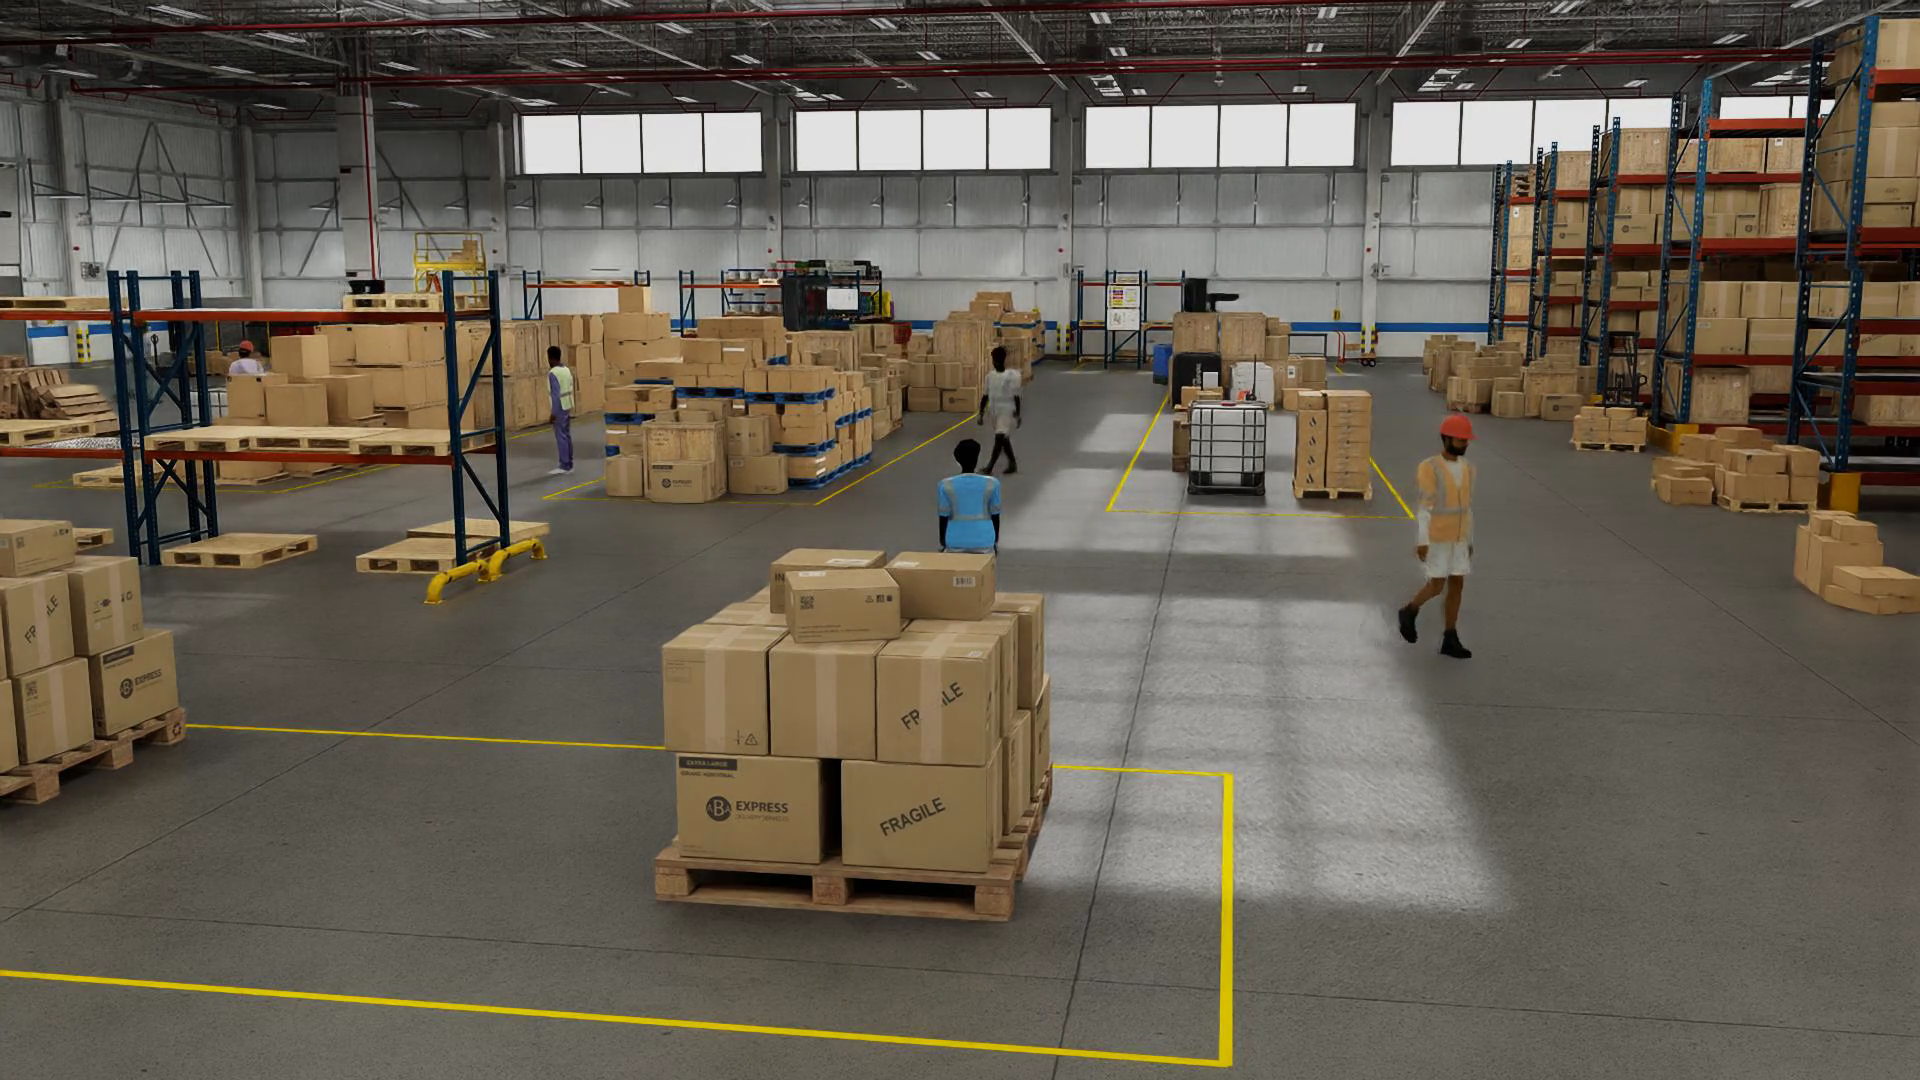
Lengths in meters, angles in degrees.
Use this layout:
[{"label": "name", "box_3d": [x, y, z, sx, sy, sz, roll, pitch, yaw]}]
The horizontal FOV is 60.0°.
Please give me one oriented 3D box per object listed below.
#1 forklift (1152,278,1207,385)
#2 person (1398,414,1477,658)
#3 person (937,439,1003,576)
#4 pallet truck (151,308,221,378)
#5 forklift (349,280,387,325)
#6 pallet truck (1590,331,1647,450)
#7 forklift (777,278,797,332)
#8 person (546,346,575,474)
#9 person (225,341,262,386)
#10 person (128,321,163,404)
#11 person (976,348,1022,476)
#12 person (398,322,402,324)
[{"label": "forklift", "box_3d": [6.077, -5.425, 43.372, 1.873, 2.768, 1.129, -2, 9, -14]}, {"label": "person", "box_3d": [3.803, -0.042, 13.100, 0.569, 1.923, 0.603, -5, 10, -28]}, {"label": "person", "box_3d": [0.076, 0.034, 13.351, 0.529, 1.694, 0.321, -1, 9, -6]}, {"label": "pallet truck", "box_3d": [-21.869, -5.598, 47.154, 0.823, 1.965, 1.885, 4, 10, 26]}, {"label": "forklift", "box_3d": [-12.668, -4.187, 35.739, 1.873, 2.768, 1.129, 1, 9, 9]}, {"label": "pallet truck", "box_3d": [11.253, -2.573, 28.499, 0.823, 1.965, 1.885, 5, 10, 27]}, {"label": "forklift", "box_3d": [-4.385, -5.292, 42.555, 1.873, 2.768, 1.129, -2, 9, -10]}, {"label": "person", "box_3d": [-5.958, -1.929, 24.791, 0.399, 1.913, 0.590, 1, 9, 6]}, {"label": "person", "box_3d": [-11.777, -2.332, 27.381, 0.957, 1.864, 0.571, 4, 10, 25]}, {"label": "person", "box_3d": [-18.557, -4.043, 37.770, 0.613, 1.926, 0.642, -5, 11, -30]}, {"label": "person", "box_3d": [0.555, -1.862, 24.377, 0.628, 1.908, 1.019, 8, 12, 42]}, {"label": "person", "box_3d": [-15.366, -5.263, 45.547, 0.363, 1.856, 0.680, -6, 11, -32]}]
